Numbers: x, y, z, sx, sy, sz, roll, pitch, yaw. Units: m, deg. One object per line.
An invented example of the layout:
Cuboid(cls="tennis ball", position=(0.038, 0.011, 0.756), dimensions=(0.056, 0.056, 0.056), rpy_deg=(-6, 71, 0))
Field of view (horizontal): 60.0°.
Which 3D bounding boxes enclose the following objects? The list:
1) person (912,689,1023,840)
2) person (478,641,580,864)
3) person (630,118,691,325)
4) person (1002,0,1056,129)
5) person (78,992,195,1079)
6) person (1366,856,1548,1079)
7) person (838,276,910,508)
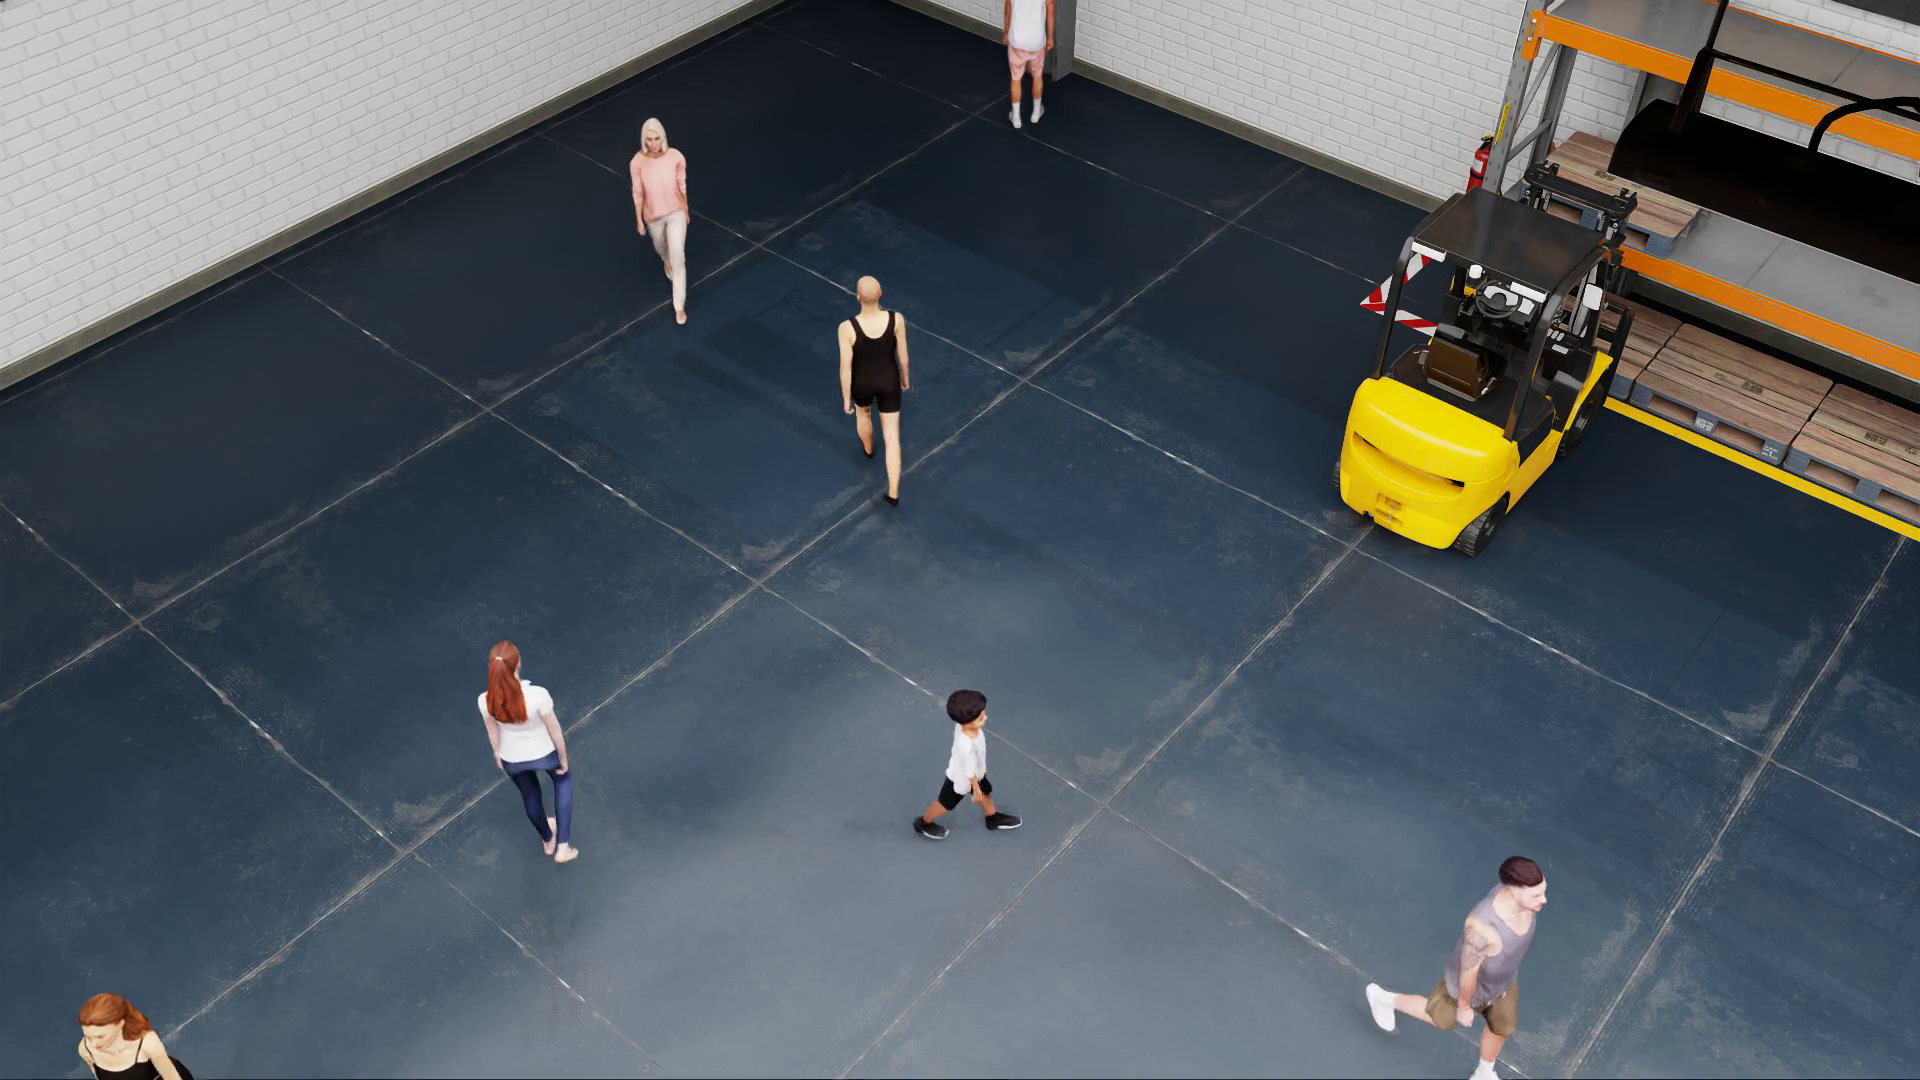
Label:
Cuboid(cls="person", position=(-0.032, 1.331, 9.683), dimensions=(0.930, 1.239, 0.834), rpy_deg=(1, 44, 1))
Cuboid(cls="person", position=(-2.430, 1.281, 9.382), dimensions=(0.772, 1.726, 0.841), rpy_deg=(-7, 44, -7))
Cuboid(cls="person", position=(-2.422, -2.694, 13.583), dimensions=(1.070, 1.687, 1.192), rpy_deg=(-7, 44, -7))
Cuboid(cls="person", position=(0.626, -4.745, 15.663), dimensions=(0.761, 1.787, 0.833), rpy_deg=(1, 44, 1))
Cuboid(cls="person", position=(-3.876, 2.602, 8.076), dimensions=(0.711, 1.614, 0.771), rpy_deg=(-3, 44, -3))
Cuboid(cls="person", position=(2.543, 2.146, 8.355), dimensions=(0.786, 1.816, 1.212), rpy_deg=(-29, 51, -27))
Cuboid(cls="person", position=(-0.571, -1.030, 11.772), dimensions=(1.127, 1.775, 1.259), rpy_deg=(-8, 44, -8))
